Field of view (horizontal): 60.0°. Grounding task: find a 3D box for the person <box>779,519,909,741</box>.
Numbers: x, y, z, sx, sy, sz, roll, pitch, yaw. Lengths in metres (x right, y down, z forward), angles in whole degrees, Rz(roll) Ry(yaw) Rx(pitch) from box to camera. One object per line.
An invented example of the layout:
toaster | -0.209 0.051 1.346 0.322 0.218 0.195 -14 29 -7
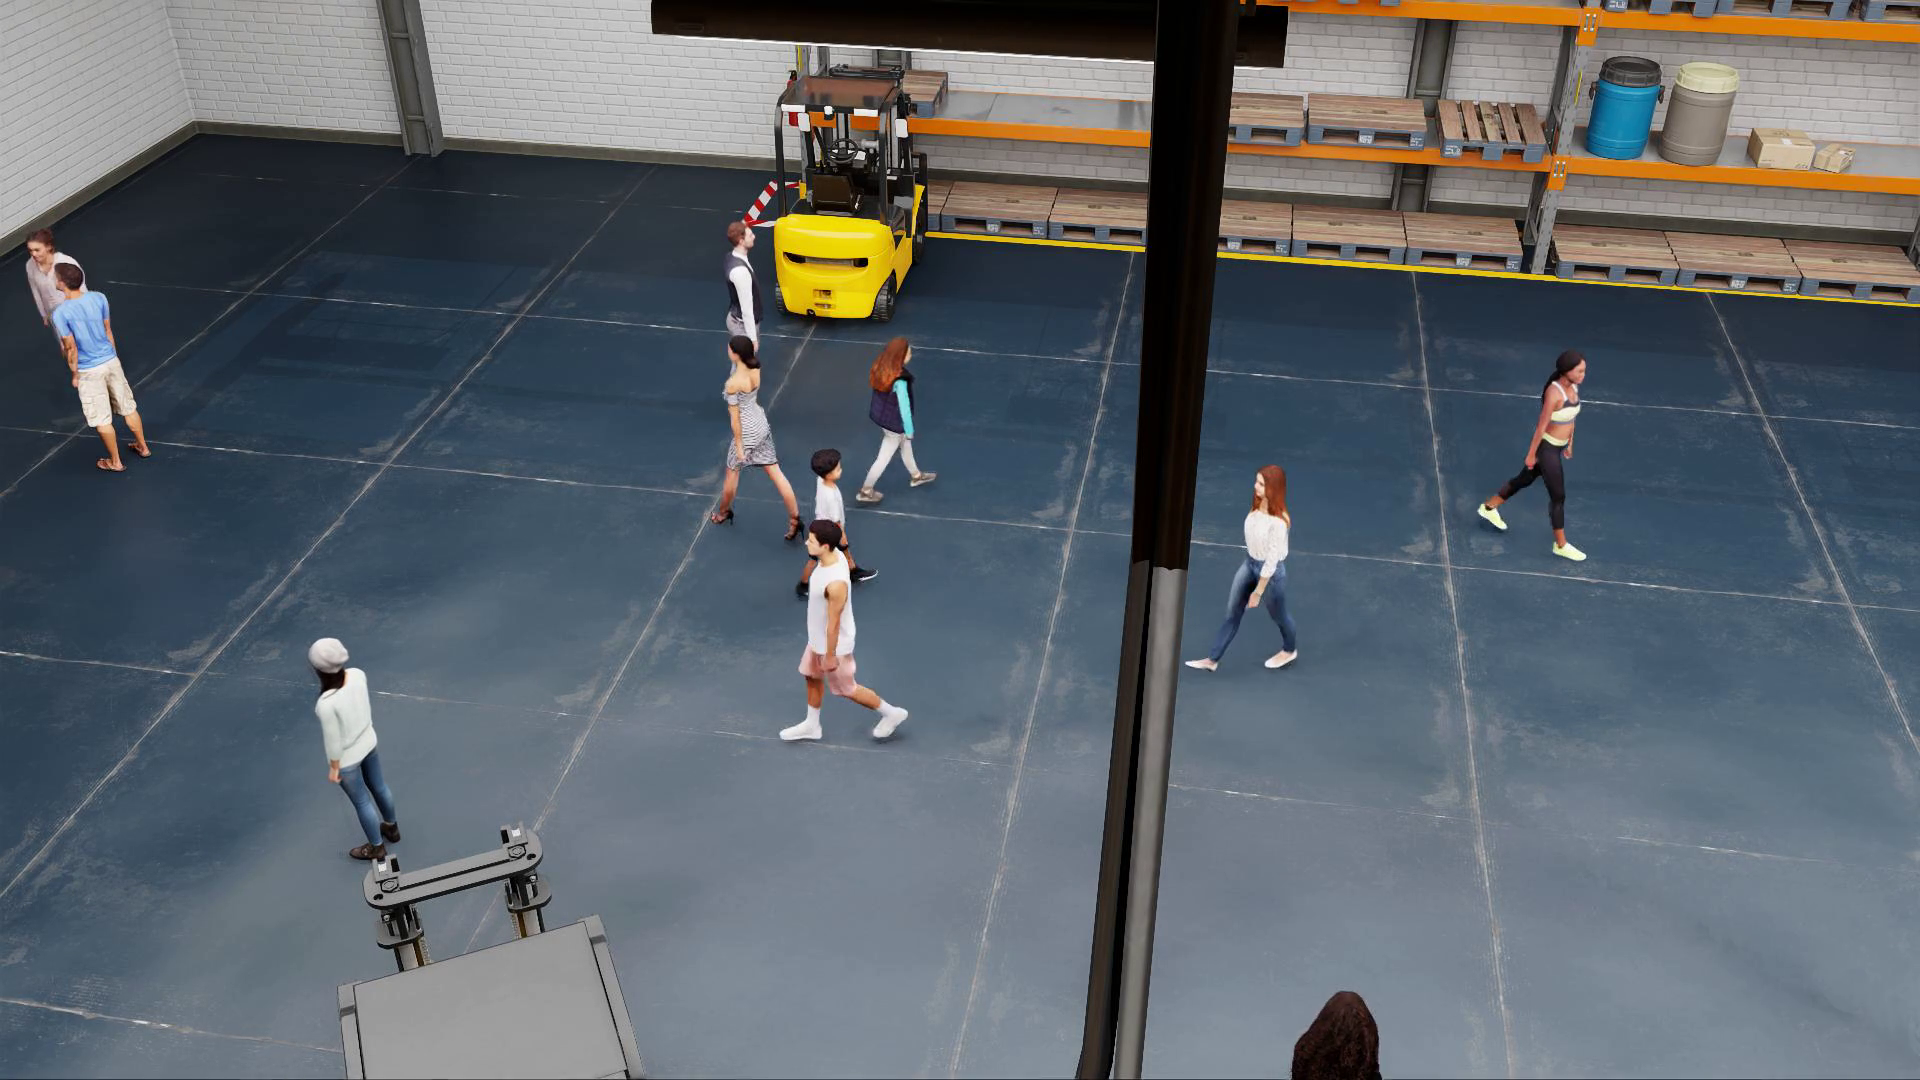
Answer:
person | -0.752 0.635 10.947 1.191 1.760 0.895 -6 34 -8

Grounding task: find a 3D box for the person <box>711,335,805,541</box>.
person | -1.544 -0.757 13.029 1.161 1.774 0.839 17 37 24

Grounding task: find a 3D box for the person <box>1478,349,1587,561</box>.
person | 4.521 -0.717 13.030 1.225 1.707 0.991 27 42 34

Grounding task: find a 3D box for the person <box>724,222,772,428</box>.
person | -1.902 -1.881 14.577 0.714 1.932 0.732 -8 34 -12

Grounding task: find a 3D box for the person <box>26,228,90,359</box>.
person | -8.058 -2.086 15.127 0.859 1.665 0.787 -2 34 -3

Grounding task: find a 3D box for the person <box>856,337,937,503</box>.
person | -0.613 -0.949 13.602 1.068 1.458 0.906 -13 36 -19

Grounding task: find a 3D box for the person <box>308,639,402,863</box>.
person | -3.687 1.260 10.103 0.526 1.653 0.586 9 35 14

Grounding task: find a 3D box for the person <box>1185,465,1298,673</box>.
person | 2.204 0.233 11.618 1.180 1.687 0.965 -12 35 -17

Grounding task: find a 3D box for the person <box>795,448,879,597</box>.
person | -1.049 -0.100 12.533 0.954 1.228 0.755 -9 35 -14

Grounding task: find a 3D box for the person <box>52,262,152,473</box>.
person | -7.274 -1.471 14.023 0.684 1.862 0.713 17 37 24

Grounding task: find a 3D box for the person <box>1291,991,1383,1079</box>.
person | 1.698 2.828 7.792 0.693 1.599 0.778 24 40 31
